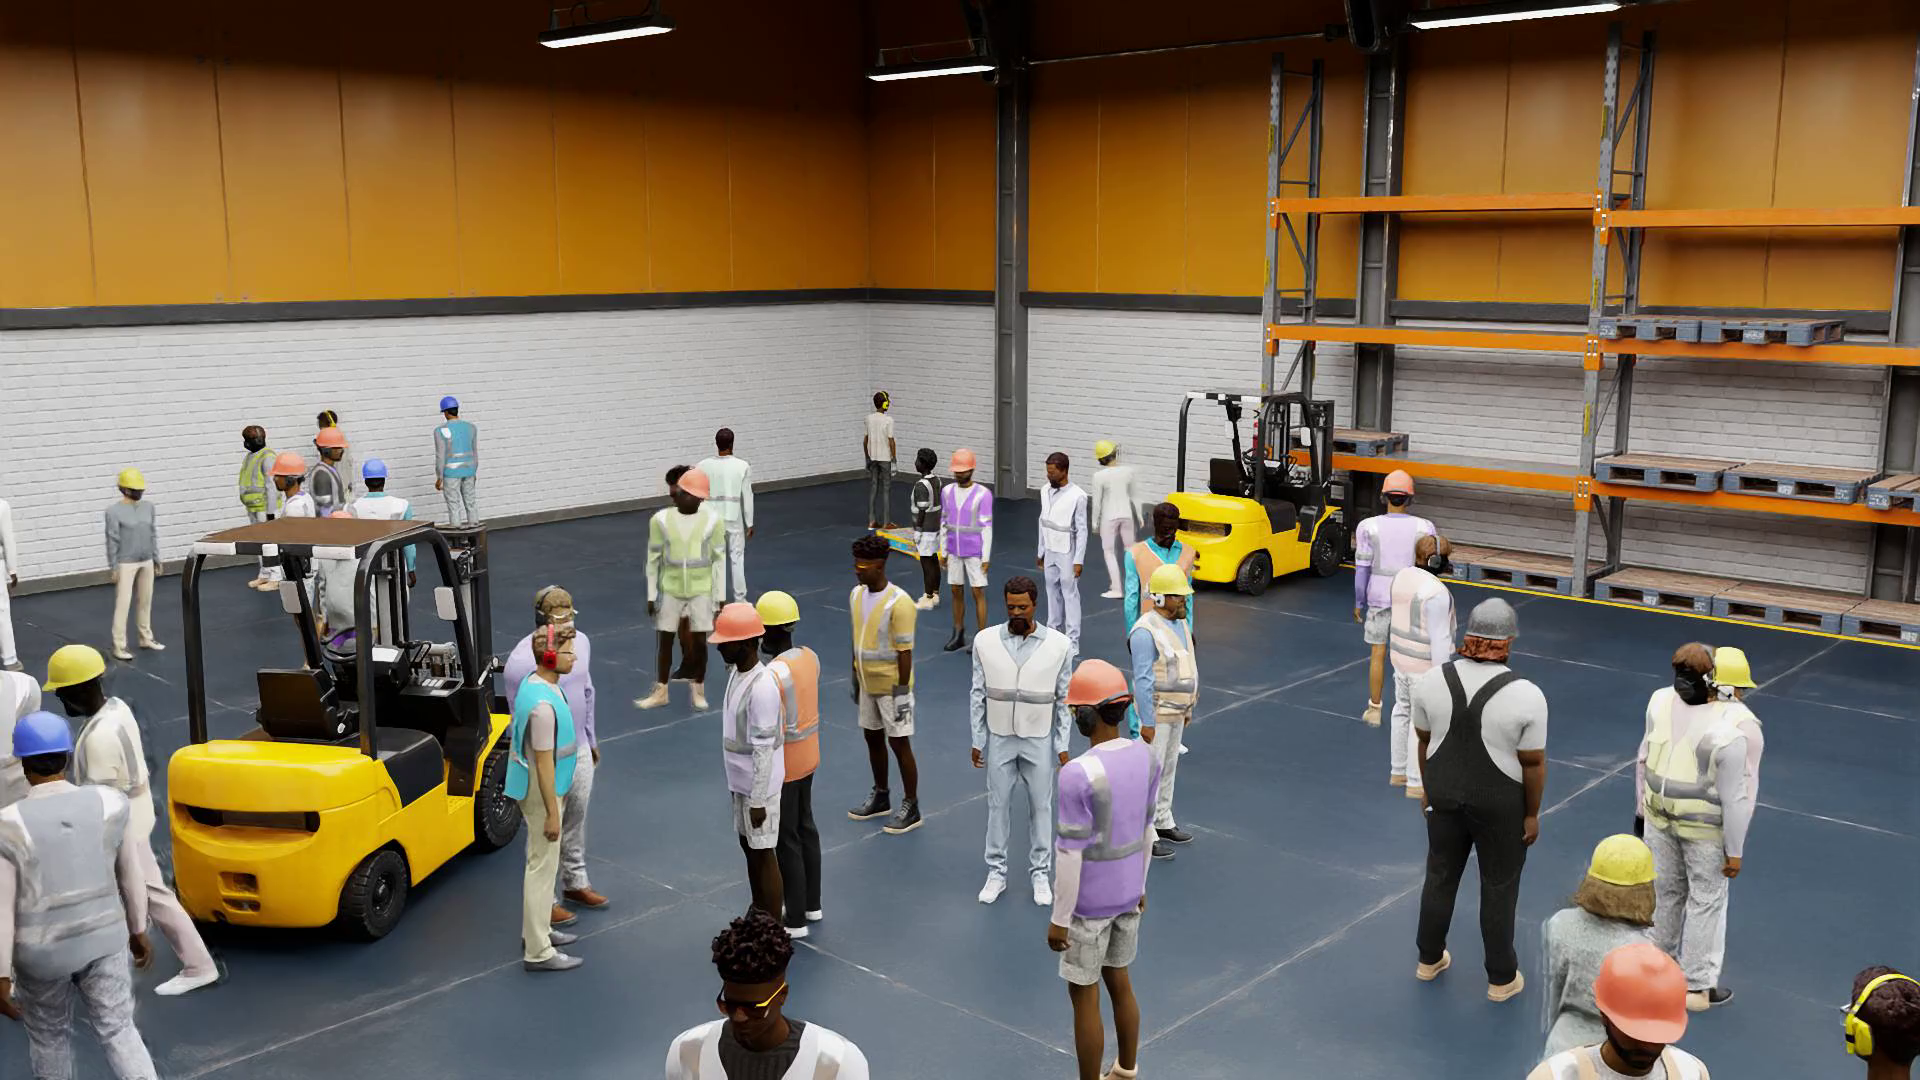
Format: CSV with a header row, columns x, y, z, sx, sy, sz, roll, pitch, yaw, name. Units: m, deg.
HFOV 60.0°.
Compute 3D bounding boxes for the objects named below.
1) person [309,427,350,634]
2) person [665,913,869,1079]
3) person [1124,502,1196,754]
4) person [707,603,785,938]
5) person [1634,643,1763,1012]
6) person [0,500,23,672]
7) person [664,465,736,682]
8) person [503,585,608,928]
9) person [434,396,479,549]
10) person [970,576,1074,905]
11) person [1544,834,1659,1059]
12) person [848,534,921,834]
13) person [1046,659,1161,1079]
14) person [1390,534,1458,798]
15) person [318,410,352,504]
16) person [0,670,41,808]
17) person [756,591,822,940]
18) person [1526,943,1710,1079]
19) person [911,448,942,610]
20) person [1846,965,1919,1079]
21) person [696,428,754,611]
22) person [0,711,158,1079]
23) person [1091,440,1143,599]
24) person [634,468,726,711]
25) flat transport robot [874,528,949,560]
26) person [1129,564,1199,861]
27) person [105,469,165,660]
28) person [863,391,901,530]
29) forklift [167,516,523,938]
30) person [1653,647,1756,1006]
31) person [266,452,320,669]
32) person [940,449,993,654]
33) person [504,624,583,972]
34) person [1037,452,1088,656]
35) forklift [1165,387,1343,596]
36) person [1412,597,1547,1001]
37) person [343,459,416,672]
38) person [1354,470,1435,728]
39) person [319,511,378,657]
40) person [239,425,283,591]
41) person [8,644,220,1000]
x,y,z,sx,sy,sz,roll,pitch,yaw,name
-6.150,-0.095,16.324,0.413,2.034,0.614,-2,10,-13,person
-0.544,1.983,4.709,0.599,1.958,0.378,2,10,11,person
1.481,0.657,12.365,0.589,1.914,0.392,-5,11,-26,person
-1.126,1.276,8.799,0.388,1.930,0.544,-4,11,-22,person
3.632,1.412,8.318,0.430,1.838,0.656,-5,11,-28,person
-8.611,0.274,14.625,0.574,1.886,0.358,-4,11,-21,person
-2.242,0.299,14.355,0.666,1.927,0.624,2,10,12,person
-2.259,1.191,9.297,0.374,1.929,0.636,5,11,25,person
-6.280,-0.825,20.738,0.410,1.937,0.603,8,13,39,person
0.351,1.143,9.587,0.591,1.919,0.390,1,10,8,person
2.272,1.884,5.925,0.383,1.726,0.493,-7,12,-34,person
-0.516,0.920,10.781,0.392,1.953,0.614,-9,13,-41,person
0.591,1.514,7.164,0.403,2.031,0.612,9,13,41,person
3.181,0.865,11.433,0.429,1.831,0.635,-2,10,-13,person
-7.499,-0.665,20.135,0.315,1.839,0.672,0,10,1,person
-4.952,1.315,8.467,0.368,1.966,0.602,9,14,43,person
-0.967,1.225,9.092,0.382,1.924,0.594,3,10,18,person
1.800,2.015,4.572,0.550,1.933,0.374,-2,10,-12,person
-0.351,-0.119,17.396,0.318,1.700,0.535,3,10,16,person
2.452,2.065,4.512,0.510,1.861,0.324,-2,10,-10,person
-2.426,-0.202,17.245,0.594,1.919,0.388,1,10,8,person
-3.560,1.658,6.739,0.904,1.897,0.644,9,14,42,person
1.712,-0.221,17.906,0.646,1.720,0.441,-4,11,-22,person
-2.303,0.421,13.516,0.829,1.996,0.382,0,10,-3,person
-0.488,0.029,20.610,0.652,0.197,1.431,-6,11,-29,flat transport robot
1.281,1.050,10.355,0.403,1.834,0.589,6,12,31,person
-7.651,0.215,15.381,0.419,1.747,0.612,4,11,22,person
-1.049,-1.056,22.241,0.532,1.870,0.316,7,12,33,person
-3.583,0.976,9.748,1.214,2.155,2.313,2,10,11,forklift
3.709,1.420,8.299,0.403,1.820,0.602,-2,10,-12,person
-5.672,0.265,14.217,0.365,2.048,0.608,-3,10,-16,person
0.040,0.107,15.469,0.544,1.928,0.403,6,12,31,person
-2.181,1.341,8.718,0.400,1.835,0.562,-3,10,-15,person
0.944,0.131,15.367,0.395,1.913,0.587,-7,12,-36,person
3.298,-0.608,18.767,1.214,2.155,2.313,9,13,42,forklift
2.656,1.280,8.456,0.684,2.000,0.536,9,13,40,person
-5.079,0.254,14.598,0.605,1.939,0.415,-2,10,-9,person
3.400,0.465,13.088,0.609,2.043,0.397,1,10,8,person
-4.789,0.627,13.019,0.567,1.743,0.354,4,11,22,person
-7.725,-0.360,18.391,0.429,1.836,0.627,-9,13,-42,person
-4.223,1.419,8.175,1.028,1.858,0.603,-5,11,-26,person
